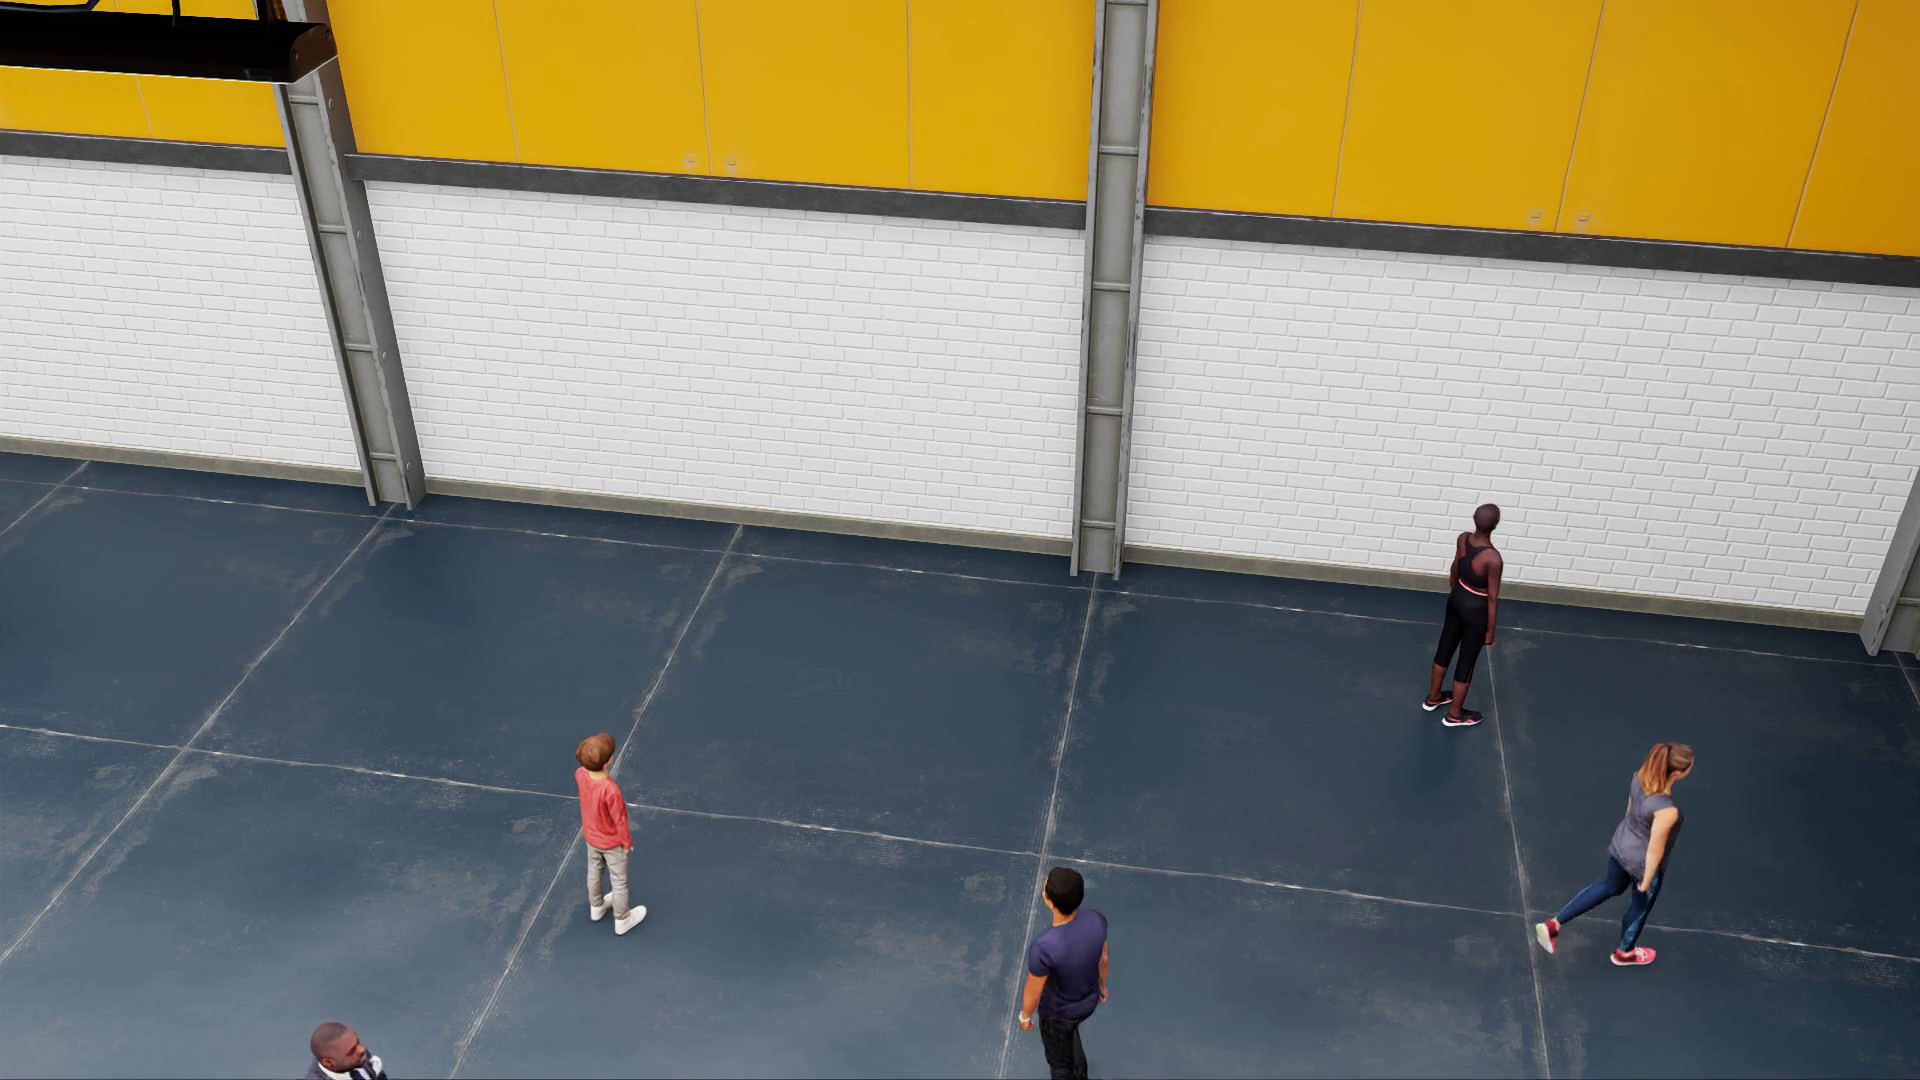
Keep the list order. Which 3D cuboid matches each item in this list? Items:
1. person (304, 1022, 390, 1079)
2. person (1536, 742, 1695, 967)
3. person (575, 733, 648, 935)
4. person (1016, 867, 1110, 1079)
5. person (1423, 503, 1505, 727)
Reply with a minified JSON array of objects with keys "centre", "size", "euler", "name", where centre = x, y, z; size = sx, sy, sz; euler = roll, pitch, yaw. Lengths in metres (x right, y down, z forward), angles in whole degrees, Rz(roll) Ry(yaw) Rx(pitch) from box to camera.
[{"centre":[-2.872,2.889,7.731],"size":[1.094,1.797,0.861],"euler":[-1,34,-2],"name":"person"},{"centre":[3.760,1.811,9.432],"size":[1.065,1.708,0.777],"euler":[-4,34,-6],"name":"person"},{"centre":[-2.104,1.729,9.821],"size":[0.527,1.415,0.636],"euler":[21,39,29],"name":"person"},{"centre":[0.599,2.403,8.474],"size":[0.784,1.783,0.827],"euler":[-25,41,-32],"name":"person"},{"centre":[3.465,0.493,11.372],"size":[0.707,1.755,0.676],"euler":[-15,36,-21],"name":"person"}]
